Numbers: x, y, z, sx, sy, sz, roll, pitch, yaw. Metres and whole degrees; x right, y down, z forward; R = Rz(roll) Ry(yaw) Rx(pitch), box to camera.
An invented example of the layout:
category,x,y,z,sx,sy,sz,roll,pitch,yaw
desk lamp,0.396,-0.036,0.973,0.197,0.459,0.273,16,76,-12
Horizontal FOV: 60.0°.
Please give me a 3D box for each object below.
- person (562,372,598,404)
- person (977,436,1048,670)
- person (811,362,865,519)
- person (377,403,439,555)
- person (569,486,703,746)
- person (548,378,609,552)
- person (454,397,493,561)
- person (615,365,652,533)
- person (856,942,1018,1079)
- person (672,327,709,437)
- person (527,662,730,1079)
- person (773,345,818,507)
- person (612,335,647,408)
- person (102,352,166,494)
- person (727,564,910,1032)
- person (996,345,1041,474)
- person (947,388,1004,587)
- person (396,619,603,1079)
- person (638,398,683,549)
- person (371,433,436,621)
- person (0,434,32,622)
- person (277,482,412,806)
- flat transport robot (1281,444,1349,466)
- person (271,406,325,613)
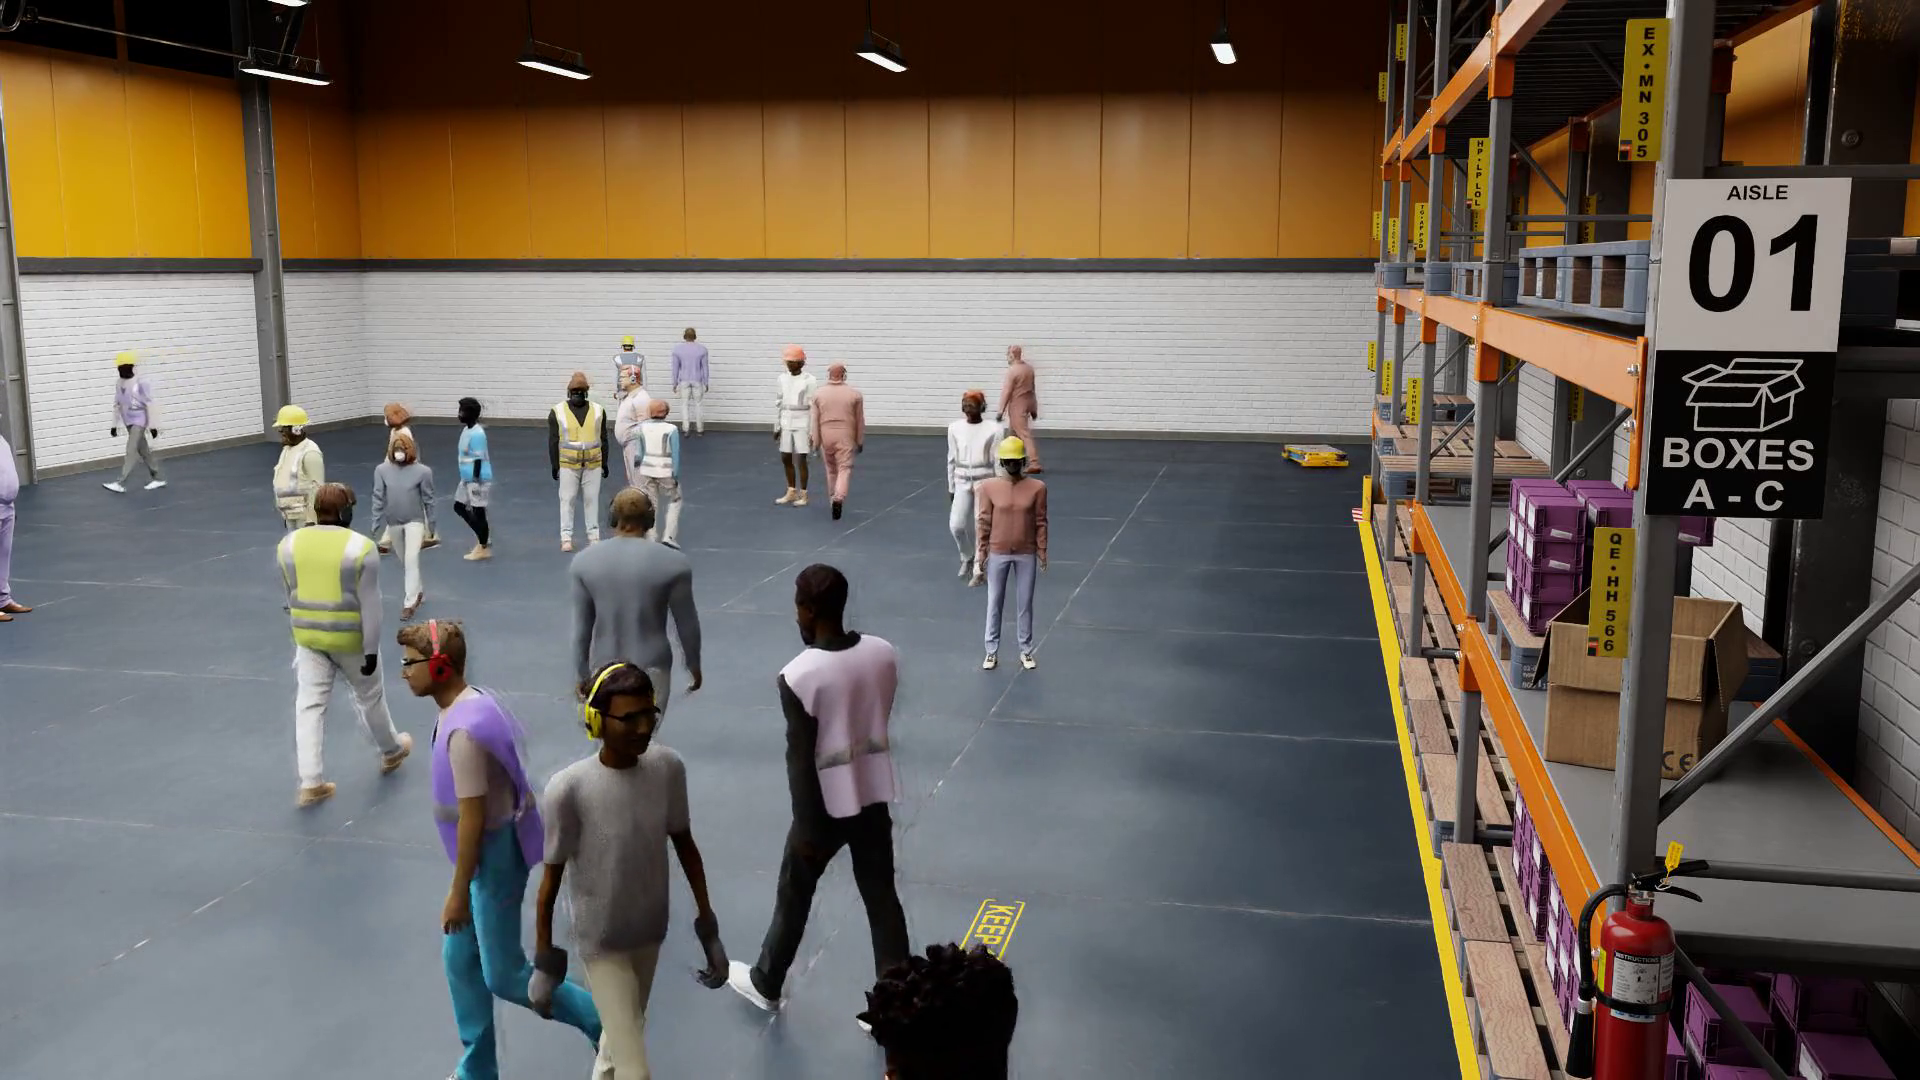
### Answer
category,x,y,z,sx,sy,sz,roll,pitch,yaw
person,-5.121,-1.466,22.420,0.514,1.581,0.897,-7,11,-35
person,0.395,0.100,12.438,0.533,1.767,0.327,0,9,-3
person,-1.474,-1.206,20.013,0.634,1.873,0.899,1,9,6
person,-5.898,-0.648,17.482,0.795,1.586,0.504,-5,11,-26
person,-1.681,0.648,8.768,0.647,1.879,1.035,1,9,6
person,-4.024,-0.798,17.625,0.629,1.840,0.429,-4,10,-23
person,-4.974,-0.617,16.972,0.367,1.684,0.551,-5,11,-28
person,-3.688,-1.022,18.773,0.405,1.911,0.636,-4,10,-23
person,0.013,1.617,2.822,0.526,1.926,0.633,-9,13,-43
person,-4.725,-2.776,29.246,0.635,1.936,0.356,-2,10,-9
person,-0.981,1.280,5.151,0.936,1.826,0.539,8,12,40
person,-2.063,-1.424,20.865,0.677,2.027,0.501,6,11,32
person,-5.645,-2.587,28.423,0.591,1.833,0.403,-3,10,-17
person,-11.057,-1.568,22.165,0.612,1.869,1.006,6,11,30
person,-0.536,1.018,6.596,0.614,1.874,0.967,-9,13,-44
person,0.797,-1.898,24.221,1.003,1.849,0.650,5,11,30
person,0.138,-0.491,15.696,0.581,1.873,0.413,3,10,16
person,-1.605,1.153,5.990,0.716,1.805,0.577,-4,10,-22
person,-3.171,-0.685,17.601,0.519,1.621,0.413,3,10,19
person,-4.807,-0.151,14.465,0.502,1.595,0.831,1,9,4
person,-8.256,-0.265,14.213,0.408,1.906,0.652,-1,9,-5
person,-3.566,0.555,9.610,0.624,1.791,0.954,1,9,6
flat transport robot,5.402,-1.297,25.346,0.652,0.197,1.431,-1,9,-4
person,-5.683,-0.241,14.332,0.403,1.824,0.618,-9,13,-43
